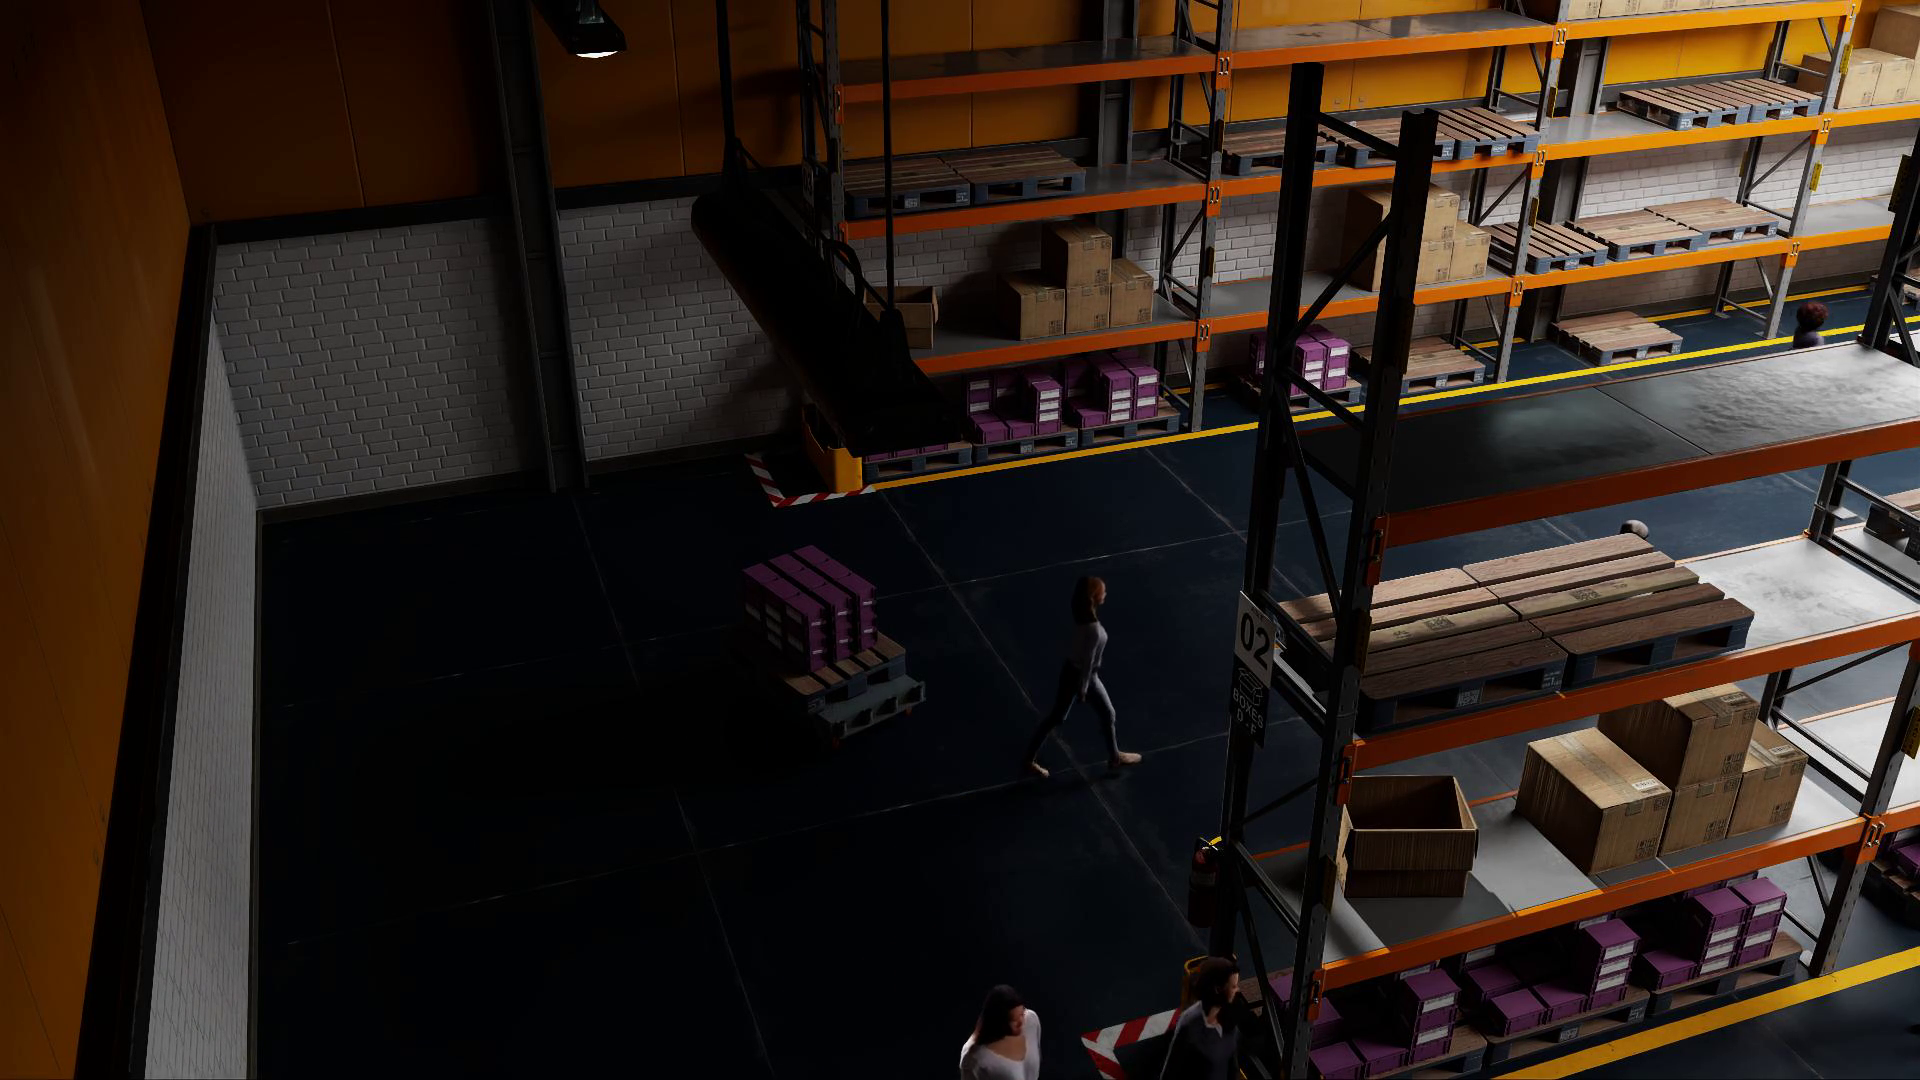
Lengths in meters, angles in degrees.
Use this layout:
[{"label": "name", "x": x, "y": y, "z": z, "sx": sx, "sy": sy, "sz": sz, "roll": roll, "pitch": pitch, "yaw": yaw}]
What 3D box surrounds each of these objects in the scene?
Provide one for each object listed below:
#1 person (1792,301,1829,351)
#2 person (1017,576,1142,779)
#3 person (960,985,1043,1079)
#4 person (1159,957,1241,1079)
[{"label": "person", "x": 8.814, "y": -1.655, "z": 17.407, "sx": 0.628, "sy": 1.697, "sz": 0.731, "roll": 1, "pitch": 29, "yaw": 2}, {"label": "person", "x": 0.812, "y": 1.062, "z": 12.376, "sx": 1.213, "sy": 1.745, "sz": 0.612, "roll": -8, "pitch": 30, "yaw": -15}, {"label": "person", "x": 0.174, "y": 2.987, "z": 8.942, "sx": 1.119, "sy": 1.654, "sz": 1.003, "roll": -23, "pitch": 36, "yaw": -36}, {"label": "person", "x": 1.188, "y": 2.932, "z": 8.961, "sx": 1.038, "sy": 1.732, "sz": 0.980, "roll": -24, "pitch": 37, "yaw": -37}]
